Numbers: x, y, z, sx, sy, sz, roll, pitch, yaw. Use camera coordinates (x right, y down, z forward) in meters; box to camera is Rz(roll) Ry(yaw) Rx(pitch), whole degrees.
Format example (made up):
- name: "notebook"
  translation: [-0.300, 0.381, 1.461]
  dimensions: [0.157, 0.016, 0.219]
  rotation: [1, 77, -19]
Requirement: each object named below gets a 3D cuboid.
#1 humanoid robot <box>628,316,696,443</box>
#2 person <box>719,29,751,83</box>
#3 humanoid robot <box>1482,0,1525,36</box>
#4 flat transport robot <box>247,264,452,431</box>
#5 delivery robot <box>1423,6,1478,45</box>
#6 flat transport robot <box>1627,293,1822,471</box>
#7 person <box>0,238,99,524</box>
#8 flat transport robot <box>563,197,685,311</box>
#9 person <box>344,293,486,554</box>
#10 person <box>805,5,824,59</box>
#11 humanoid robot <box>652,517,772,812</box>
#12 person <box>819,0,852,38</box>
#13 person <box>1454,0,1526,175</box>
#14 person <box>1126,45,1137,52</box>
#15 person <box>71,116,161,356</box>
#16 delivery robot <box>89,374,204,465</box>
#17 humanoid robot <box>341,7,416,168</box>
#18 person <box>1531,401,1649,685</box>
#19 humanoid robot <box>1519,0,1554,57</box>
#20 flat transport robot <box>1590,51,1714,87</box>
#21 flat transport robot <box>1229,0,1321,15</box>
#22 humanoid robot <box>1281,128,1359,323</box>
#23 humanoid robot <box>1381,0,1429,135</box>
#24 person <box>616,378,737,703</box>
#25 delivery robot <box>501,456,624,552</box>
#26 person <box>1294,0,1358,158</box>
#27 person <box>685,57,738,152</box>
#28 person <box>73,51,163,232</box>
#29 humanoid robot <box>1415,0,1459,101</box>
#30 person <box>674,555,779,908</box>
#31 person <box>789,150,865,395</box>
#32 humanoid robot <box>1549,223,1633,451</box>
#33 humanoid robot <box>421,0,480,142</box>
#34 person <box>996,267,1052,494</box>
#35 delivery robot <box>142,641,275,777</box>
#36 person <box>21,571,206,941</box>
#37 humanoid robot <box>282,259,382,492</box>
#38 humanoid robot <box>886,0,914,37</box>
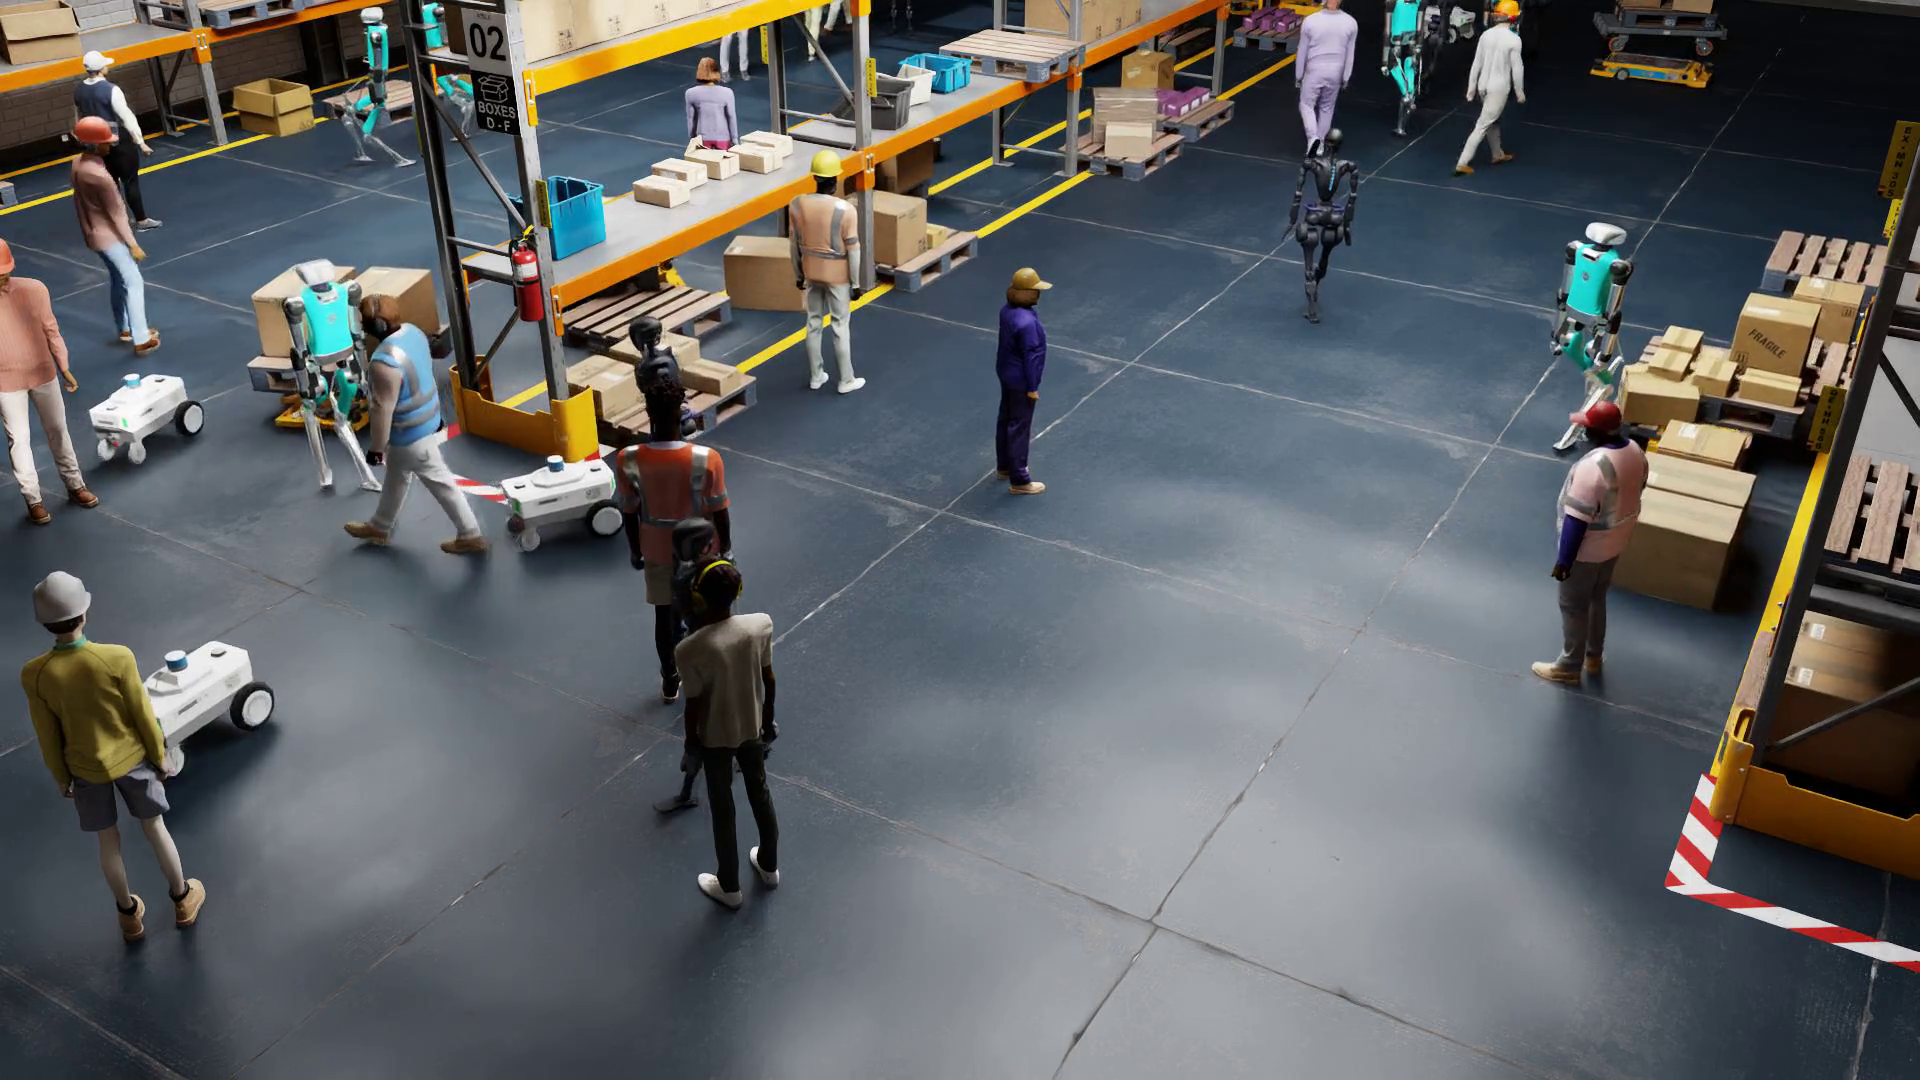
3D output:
- name: "humanoid robot"
  translation: [-1.892, -0.679, 10.727]
  dimensions: [0.543, 1.638, 0.611]
  rotation: [-14, 32, -23]
- name: "person"
  translation: [-2.925, -6.929, 21.508]
  dimensions: [0.529, 1.937, 0.539]
  rotation: [-17, 33, -27]
- name: "humanoid robot"
  translation: [6.834, -6.424, 20.815]
  dimensions: [0.550, 1.724, 0.973]
  rotation: [-1, 30, -3]
- name: "flat transport robot"
  translation: [-4.760, -1.246, 13.146]
  dimensions: [0.659, 0.231, 1.431]
  rotation: [4, 30, 7]
- name: "delivery robot"
  translation: [6.984, -7.388, 23.726]
  dimensions: [0.499, 0.601, 0.788]
  rotation: [-21, 36, -33]
- name: "flat transport robot"
  translation: [5.698, -0.936, 12.597]
  dimensions: [0.659, 0.231, 1.431]
  rotation: [16, 33, 27]
- name: "person"
  translation: [-6.250, -1.082, 11.114]
  dimensions: [0.389, 1.985, 0.608]
  rotation: [25, 38, 36]
- name: "flat transport robot"
  translation: [-3.258, -2.319, 15.045]
  dimensions: [1.431, 0.231, 0.659]
  rotation: [-11, 31, -18]
- name: "person"
  translation: [-3.600, -0.718, 10.667]
  dimensions: [0.954, 1.796, 0.641]
  rotation: [-2, 30, -3]
- name: "person"
  translation: [-1.996, -7.504, 22.747]
  dimensions: [0.577, 1.711, 0.790]
  rotation: [8, 30, 14]
- name: "humanoid robot"
  translation: [-1.311, 0.596, 8.503]
  dimensions: [0.776, 1.622, 0.589]
  rotation: [-20, 35, -31]
- name: "person"
  translation: [-1.800, -8.214, 23.824]
  dimensions: [0.863, 1.899, 0.642]
  rotation: [-24, 37, -36]
- name: "person"
  translation: [5.794, -4.910, 18.034]
  dimensions: [0.994, 1.850, 0.554]
  rotation: [-16, 33, -26]
- name: "person"
  translation: [2.216, -7.554, 22.728]
  dimensions: [0.516, 1.823, 0.797]
  rotation: [18, 34, 29]
- name: "person"
  translation: [-6.932, -2.489, 13.623]
  dimensions: [0.440, 1.974, 0.631]
  rotation: [-23, 37, -35]
- name: "delivery robot"
  translation: [-6.051, -0.948, 12.327]
  dimensions: [0.499, 0.594, 0.769]
  rotation: [8, 30, 13]
- name: "humanoid robot"
  translation: [-6.514, -4.872, 18.089]
  dimensions: [0.887, 1.779, 0.585]
  rotation: [-7, 30, -12]
- name: "person"
  translation: [3.575, 0.006, 9.443]
  dimensions: [0.664, 1.739, 0.432]
  rotation: [-22, 36, -34]
- name: "humanoid robot"
  translation: [7.845, -7.434, 22.662]
  dimensions: [0.598, 1.638, 0.391]
  rotation: [-6, 30, -10]
- name: "flat transport robot"
  translation: [9.115, -6.193, 21.898]
  dimensions: [1.431, 0.231, 0.659]
  rotation: [15, 33, 25]
- name: "flat transport robot"
  translation: [4.752, -8.221, 25.485]
  dimensions: [1.431, 0.231, 0.659]
  rotation: [-5, 30, -9]
- name: "humanoid robot"
  translation: [3.106, -2.768, 14.451]
  dimensions: [0.614, 1.626, 0.752]
  rotation: [-3, 30, -5]
- name: "humanoid robot"
  translation: [5.171, -5.458, 19.137]
  dimensions: [0.543, 1.796, 0.814]
  rotation: [-9, 31, -15]
- name: "person"
  translation: [-1.543, 0.030, 9.173]
  dimensions: [0.601, 1.959, 0.375]
  rotation: [1, 29, 2]
- name: "delivery robot"
  translation: [-2.673, -0.283, 11.143]
  dimensions: [0.785, 0.587, 0.499]
  rotation: [-15, 33, -25]
- name: "person"
  translation: [4.030, -5.154, 18.414]
  dimensions: [0.648, 1.894, 0.637]
  rotation: [-1, 29, -1]
- name: "person"
  translation: [-2.464, -3.987, 16.614]
  dimensions: [0.498, 1.629, 0.288]
  rotation: [2, 30, 4]
- name: "person"
  translation: [-8.322, -3.902, 16.329]
  dimensions: [0.759, 1.758, 0.447]
  rotation: [8, 30, 14]
- name: "humanoid robot"
  translation: [5.943, -6.332, 20.718]
  dimensions: [0.418, 1.647, 0.615]
  rotation: [12, 32, 20]
- name: "person"
  translation: [-1.075, 0.889, 7.739]
  dimensions: [0.509, 1.876, 0.329]
  rotation: [-21, 36, -33]
- name: "person"
  translation: [-1.029, -2.067, 12.915]
  dimensions: [0.587, 1.926, 0.385]
  rotation: [12, 32, 21]
- name: "humanoid robot"
  translation: [4.659, -1.440, 12.036]
  dimensions: [0.752, 1.837, 0.547]
  rotation: [-17, 33, -27]
- name: "humanoid robot"
  translation: [-5.820, -5.382, 19.091]
  dimensions: [0.547, 1.916, 0.699]
  rotation: [19, 35, 30]
- name: "person"
  translation: [0.435, -1.113, 11.532]
  dimensions: [0.349, 1.621, 0.452]
  rotation: [-9, 31, -15]
- name: "delivery robot"
  translation: [-4.222, 0.866, 9.093]
  dimensions: [0.499, 0.568, 0.750]
  rotation: [14, 32, 23]
- name: "person"
  translation: [-3.853, 0.999, 7.531]
  dimensions: [0.486, 1.887, 0.400]
  rotation: [-11, 31, -19]
- name: "humanoid robot"
  translation: [-4.398, -1.141, 11.467]
  dimensions: [0.540, 1.758, 0.833]
  rotation: [-26, 38, -38]
- name: "humanoid robot"
  translation: [-0.832, -8.054, 23.743]
  dimensions: [0.599, 1.657, 0.315]
  rotation: [10, 31, 17]
